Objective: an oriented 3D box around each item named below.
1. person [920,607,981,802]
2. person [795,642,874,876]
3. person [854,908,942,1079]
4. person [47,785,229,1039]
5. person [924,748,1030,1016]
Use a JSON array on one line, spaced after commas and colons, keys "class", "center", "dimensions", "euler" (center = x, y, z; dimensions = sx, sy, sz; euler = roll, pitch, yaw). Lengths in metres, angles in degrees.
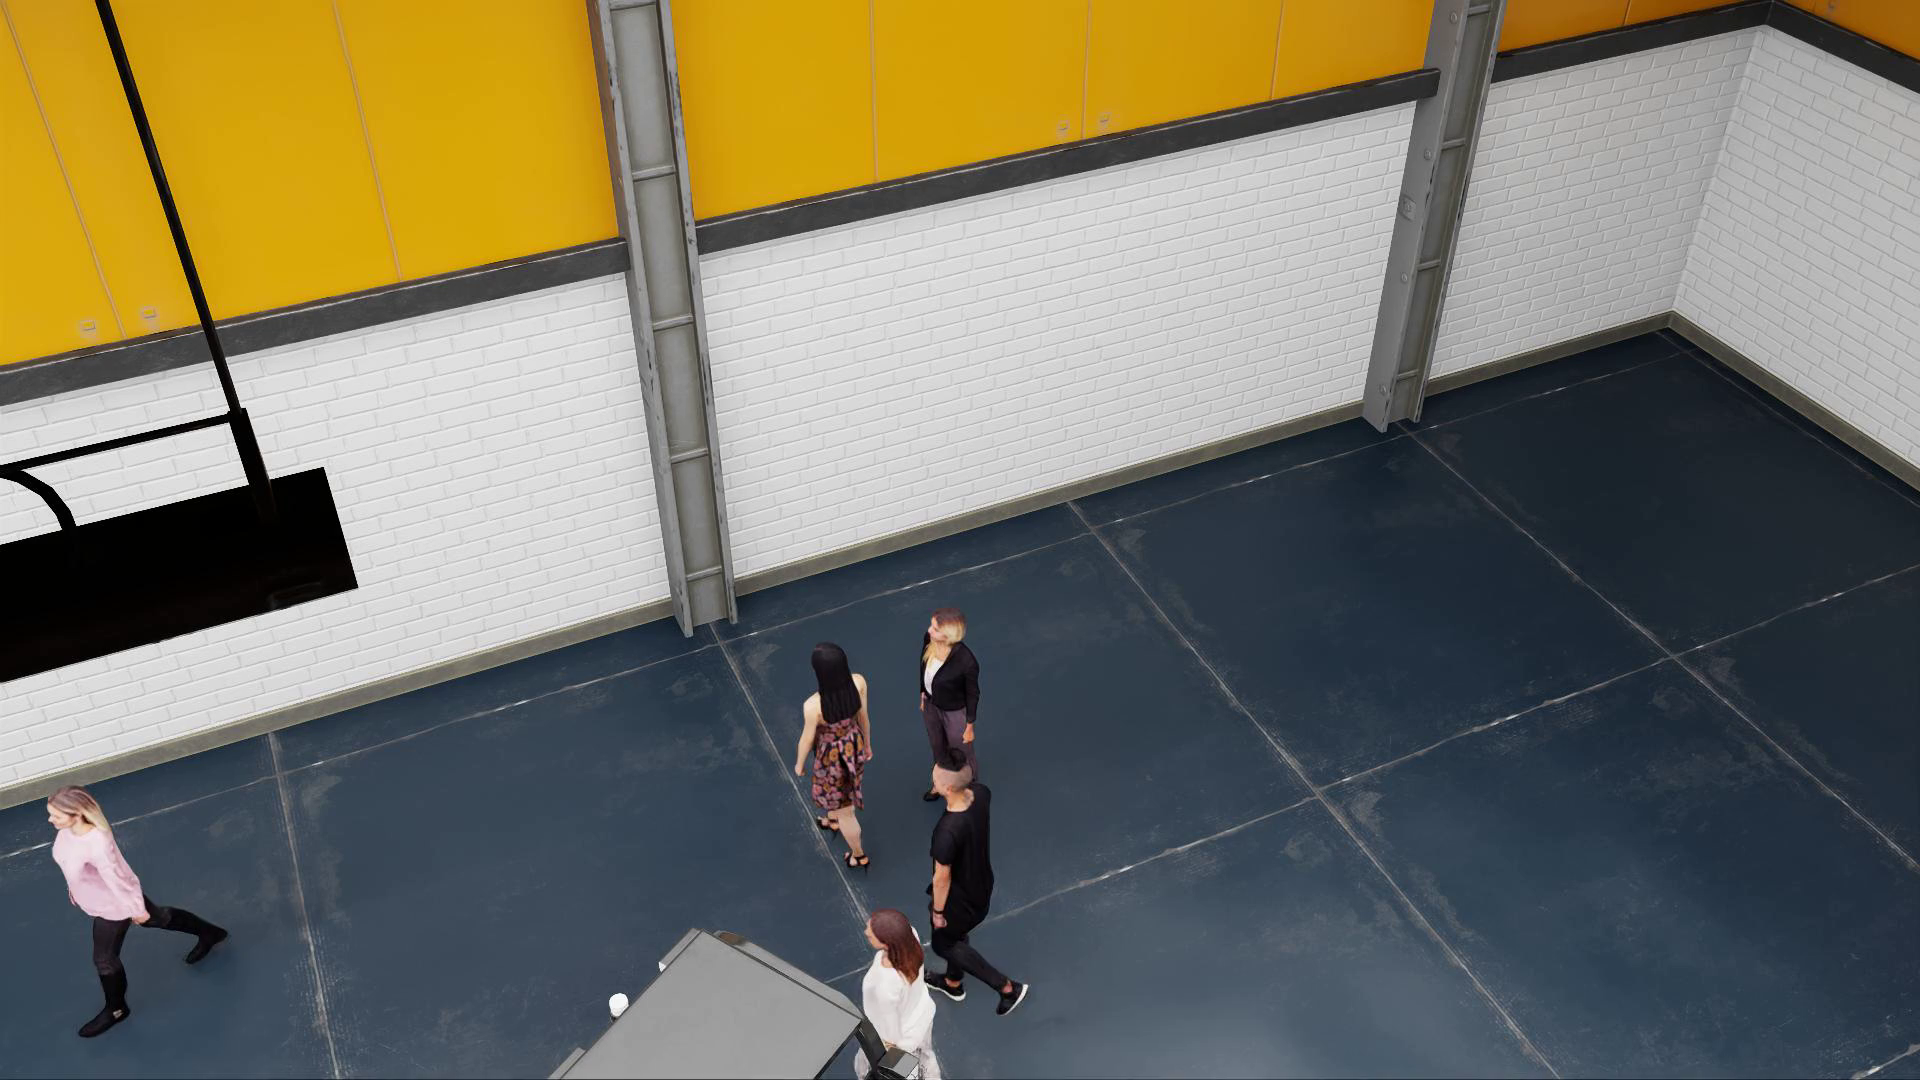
[{"class": "person", "center": [-0.054, 1.038, 10.025], "dimensions": [0.647, 1.669, 0.668], "euler": [-31, 48, -33]}, {"class": "person", "center": [-0.650, 1.313, 9.607], "dimensions": [0.854, 1.761, 0.834], "euler": [-31, 48, -33]}, {"class": "person", "center": [-0.222, 2.421, 8.294], "dimensions": [0.952, 1.667, 0.893], "euler": [14, 41, 17]}, {"class": "person", "center": [-4.486, 1.878, 8.988], "dimensions": [1.176, 1.650, 0.801], "euler": [-28, 46, -30]}, {"class": "person", "center": [0.075, 1.859, 8.849], "dimensions": [1.078, 1.853, 1.030], "euler": [13, 40, 16]}]
